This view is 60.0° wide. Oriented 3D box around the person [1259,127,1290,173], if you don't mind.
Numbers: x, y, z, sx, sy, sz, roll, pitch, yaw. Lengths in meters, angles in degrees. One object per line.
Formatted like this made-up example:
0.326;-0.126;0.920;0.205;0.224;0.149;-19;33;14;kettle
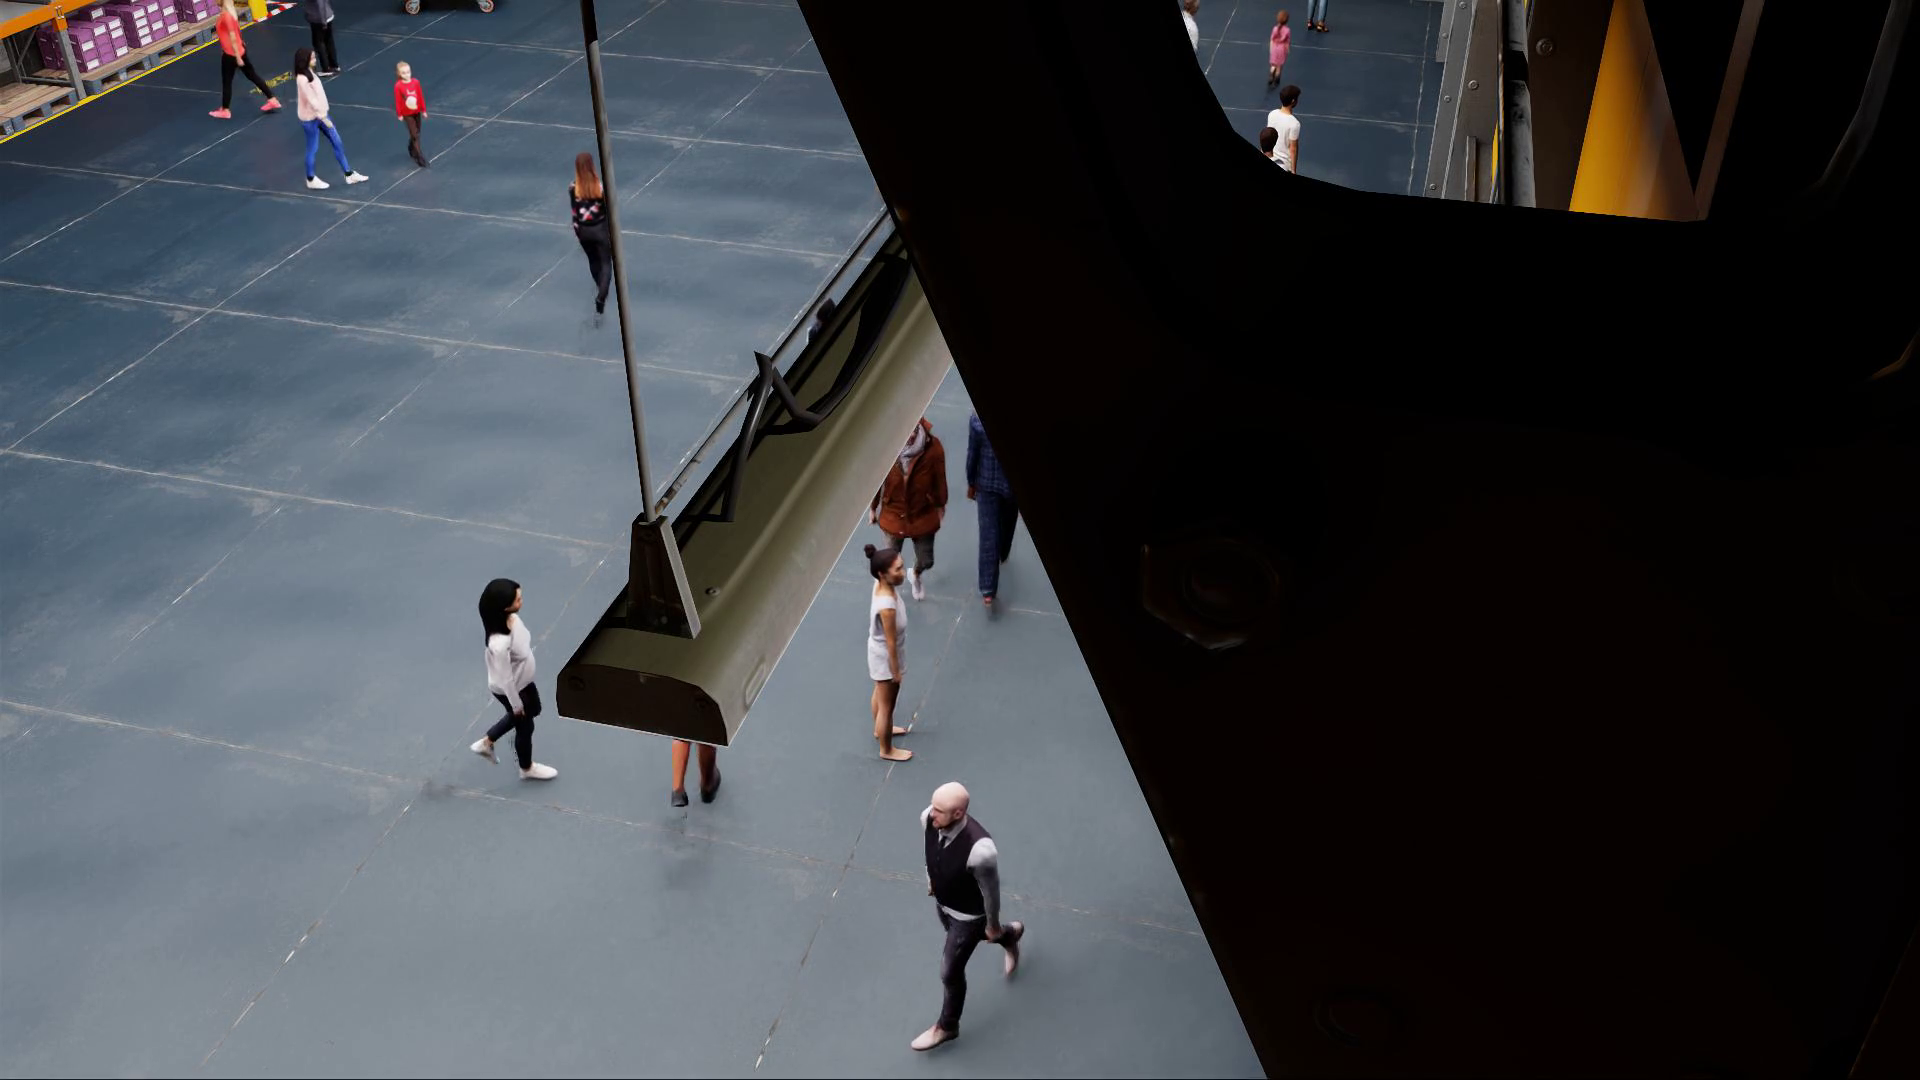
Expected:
3.081;-3.330;17.087;0.646;1.852;0.501;9;35;13;person

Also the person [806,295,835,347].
-1.226;-1.636;15.115;0.604;1.214;0.643;-13;36;-19;person

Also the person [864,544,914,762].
-0.490;0.751;11.166;0.690;1.611;0.561;-4;34;-6;person

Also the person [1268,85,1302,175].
3.564;-4.236;18.570;0.733;1.718;0.687;-20;39;-28;person

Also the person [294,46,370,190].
-7.719;-4.953;19.639;0.844;1.730;0.958;0;34;0;person

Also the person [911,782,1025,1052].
0.084;1.974;9.164;1.300;1.789;1.149;-27;42;-34;person

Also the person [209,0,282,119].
-9.435;-6.393;21.871;0.999;1.657;1.128;-8;34;-11;person

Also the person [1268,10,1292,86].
4.424;-6.810;23.077;0.464;1.016;0.510;14;36;20;person

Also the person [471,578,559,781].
-2.997;0.940;10.818;0.869;1.681;0.833;-6;34;-9;person

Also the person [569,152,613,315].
-3.726;-3.100;16.914;0.758;1.660;1.060;0;34;0;person

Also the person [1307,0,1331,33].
5.460;-8.543;25.084;0.727;1.680;0.699;-24;41;-32;person

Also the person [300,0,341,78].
-8.923;-7.345;23.365;0.822;1.588;0.705;-3;34;-4;person

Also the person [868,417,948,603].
-0.368;-0.246;12.473;0.802;1.823;0.815;7;34;10;person

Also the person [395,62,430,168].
-6.812;-5.300;20.577;0.834;1.269;0.783;-28;43;-35;person

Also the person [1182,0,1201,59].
2.797;-6.108;21.310;1.136;1.803;1.022;-23;40;-30;person

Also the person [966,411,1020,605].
0.280;-0.346;12.673;0.800;1.767;1.246;4;34;5;person
